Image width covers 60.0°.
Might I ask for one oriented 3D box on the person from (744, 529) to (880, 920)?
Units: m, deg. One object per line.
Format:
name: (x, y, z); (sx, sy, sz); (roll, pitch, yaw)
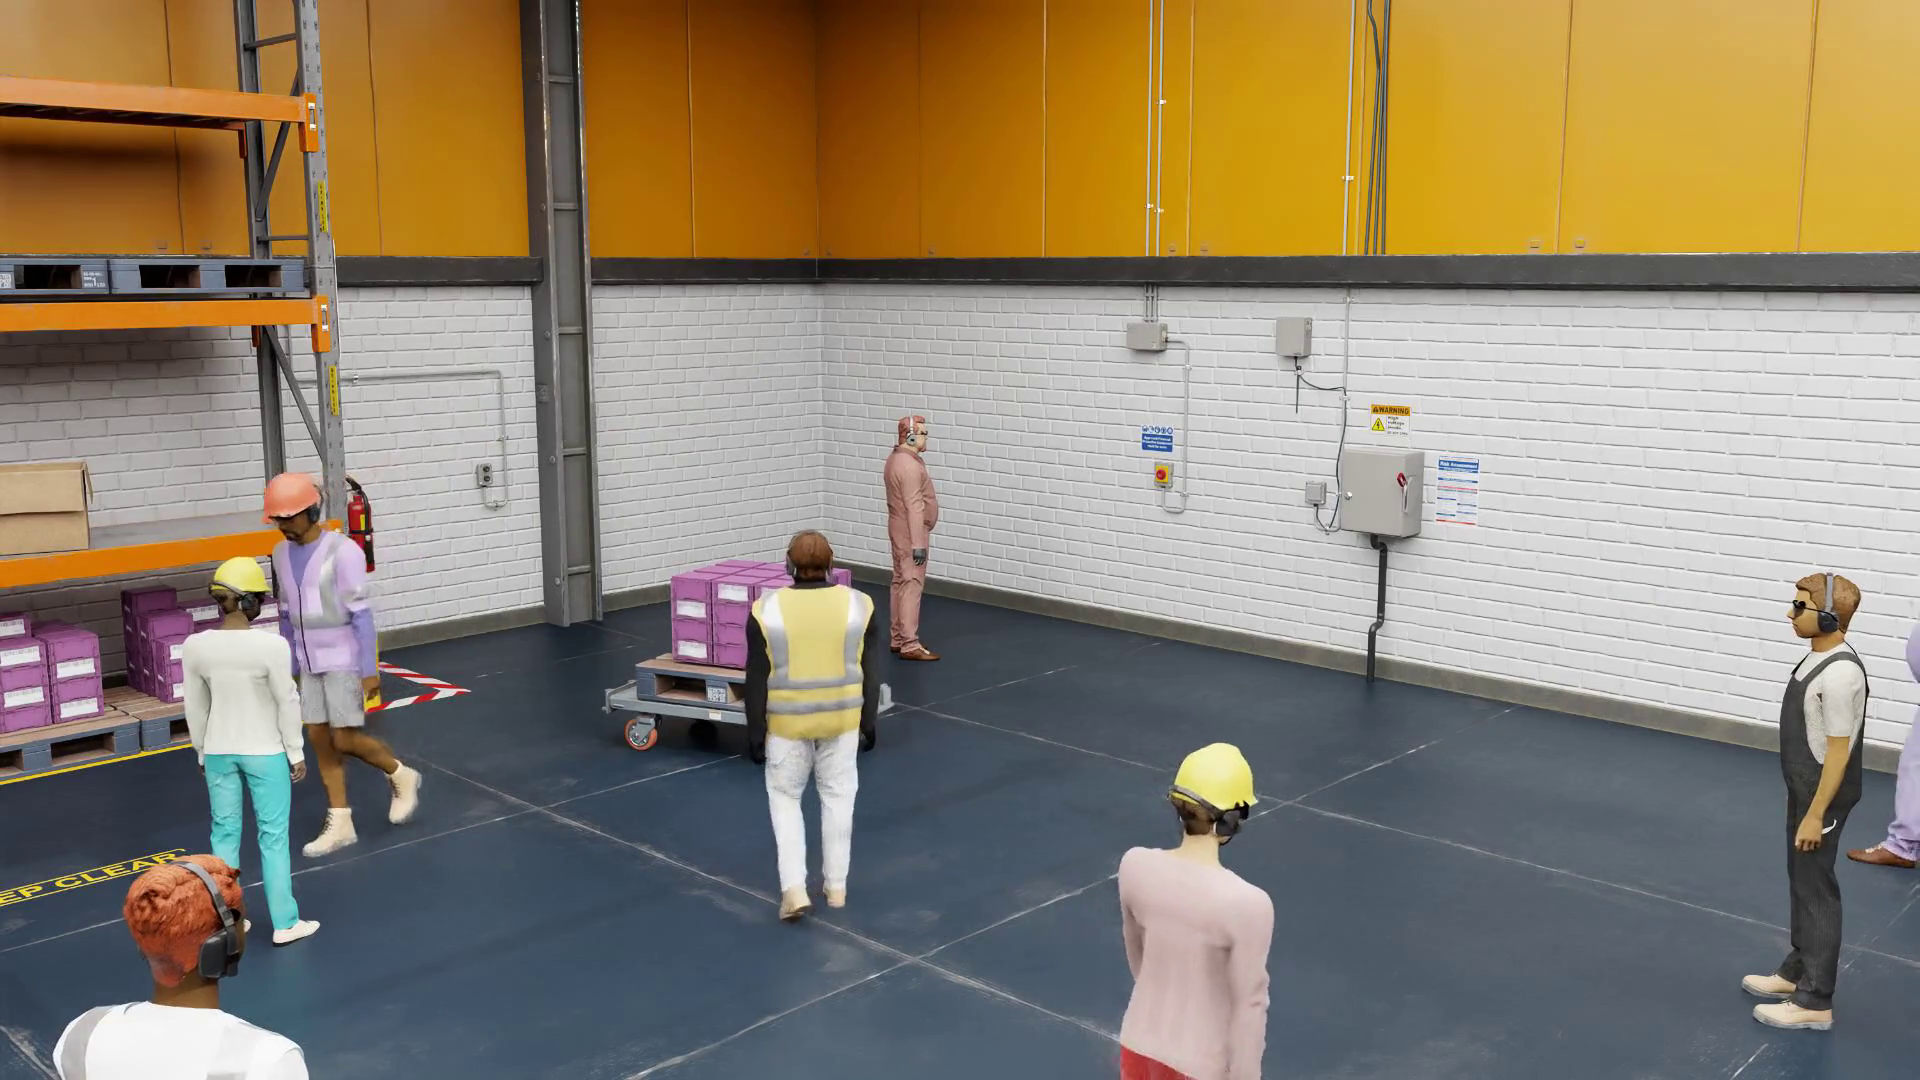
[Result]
person: (-0.687, 0.860, 7.794); (0.641, 1.844, 0.468); (-2, 9, -12)

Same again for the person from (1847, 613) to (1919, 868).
person: (5.035, 0.761, 8.287); (0.872, 1.877, 0.652); (5, 10, 27)

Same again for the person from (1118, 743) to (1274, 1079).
person: (0.691, 1.415, 4.697); (0.525, 1.736, 0.740); (7, 12, 38)

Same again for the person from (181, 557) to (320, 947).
person: (-3.181, 0.953, 7.449); (0.522, 1.761, 0.327); (1, 9, 6)

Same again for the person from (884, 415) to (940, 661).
person: (-0.367, -0.019, 12.951); (0.409, 1.906, 0.652); (-3, 10, -15)

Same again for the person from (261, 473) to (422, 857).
person: (-3.259, 0.629, 8.701); (0.672, 2.008, 0.686); (5, 11, 28)

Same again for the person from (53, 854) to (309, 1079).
person: (-1.510, 1.553, 3.388); (0.575, 1.883, 0.355); (2, 10, 14)

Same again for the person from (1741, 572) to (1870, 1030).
person: (3.410, 1.036, 6.669); (0.345, 1.846, 0.508); (3, 10, 18)
